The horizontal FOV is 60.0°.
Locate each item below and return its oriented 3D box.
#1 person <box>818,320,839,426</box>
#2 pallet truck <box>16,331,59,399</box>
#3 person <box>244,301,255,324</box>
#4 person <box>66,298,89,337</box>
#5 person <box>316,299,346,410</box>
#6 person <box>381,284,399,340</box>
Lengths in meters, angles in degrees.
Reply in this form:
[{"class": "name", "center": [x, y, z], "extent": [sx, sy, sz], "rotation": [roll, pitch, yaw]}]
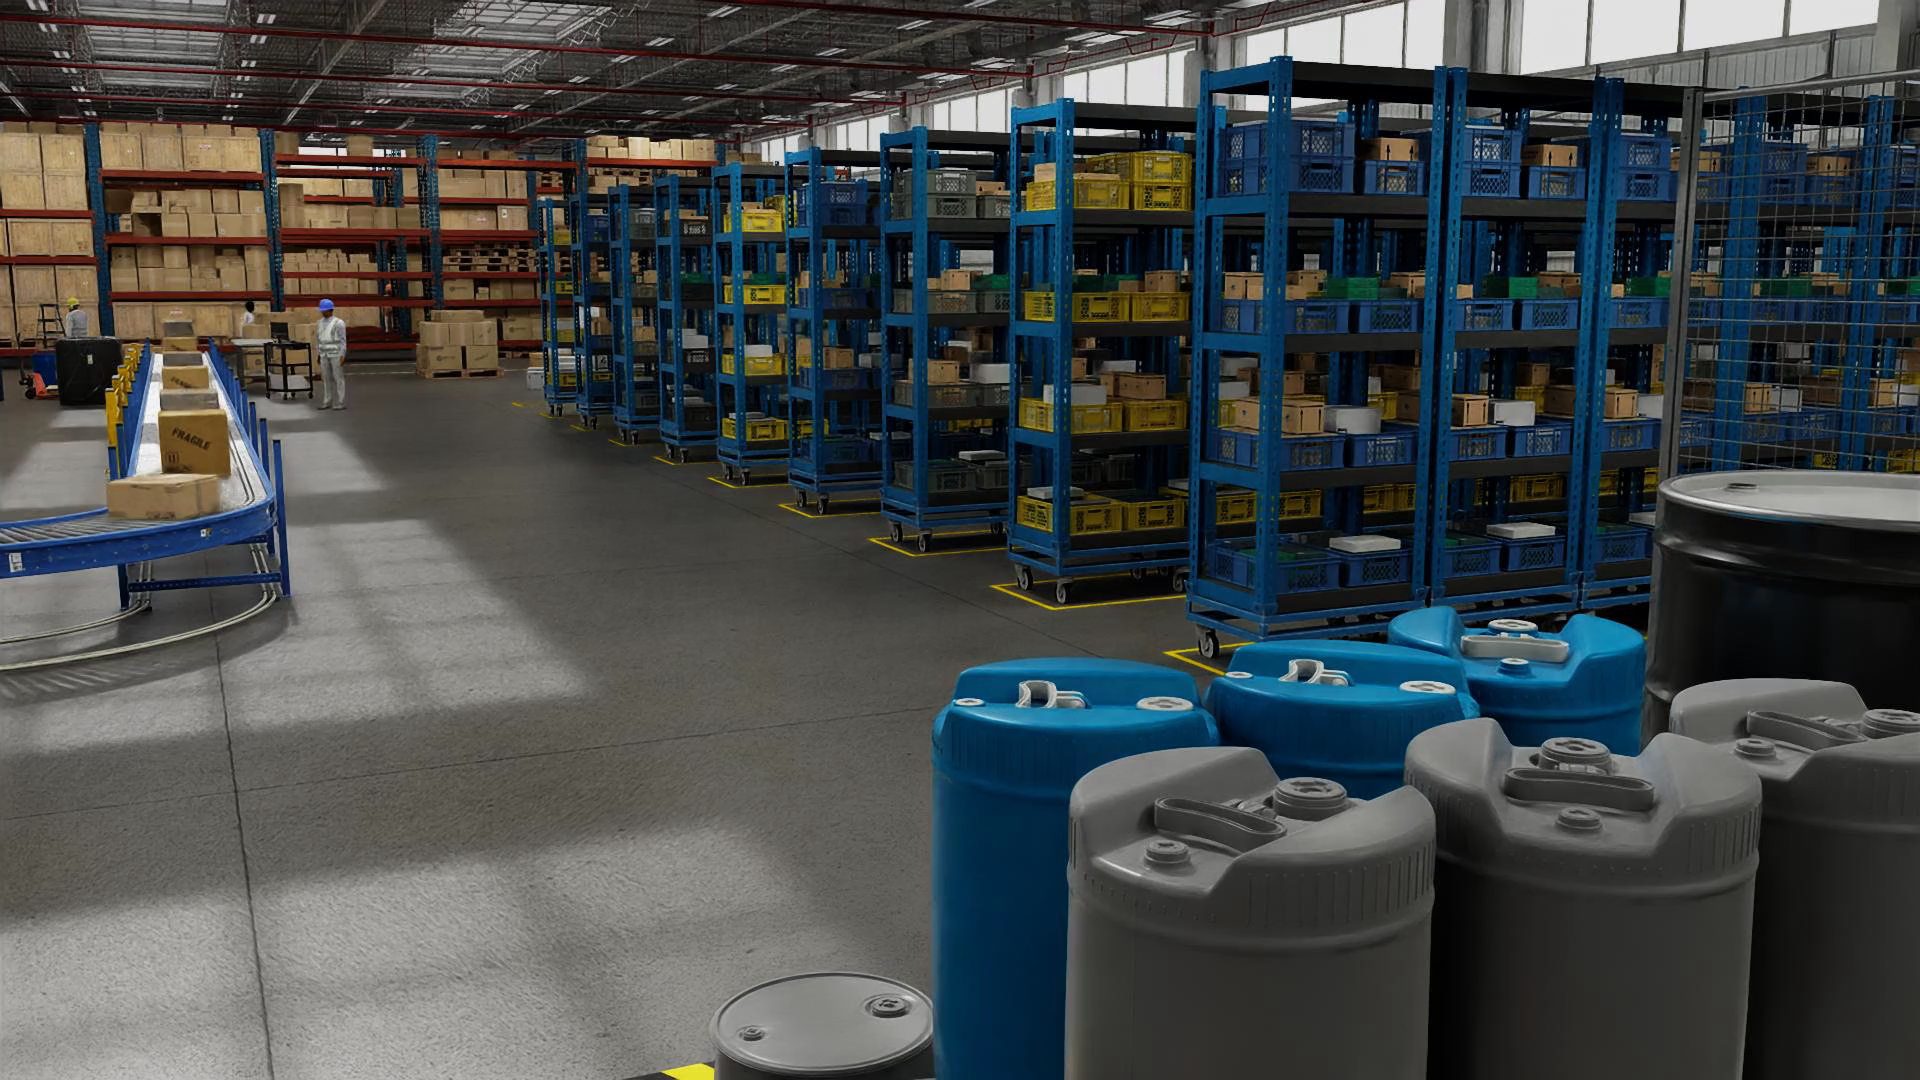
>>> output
[{"class": "person", "center": [-1.894, -2.345, 23.912], "extent": [0.518, 1.814, 0.615], "rotation": [-7, 11, -37]}, {"class": "pallet truck", "center": [-17.082, -3.353, 31.781], "extent": [1.630, 1.274, 0.653], "rotation": [-4, 10, -25]}, {"class": "person", "center": [-17.990, -5.234, 42.243], "extent": [0.370, 1.681, 0.562], "rotation": [-6, 11, -32]}, {"class": "person", "center": [-20.245, -4.637, 38.144], "extent": [0.403, 1.826, 0.592], "rotation": [3, 10, 17]}, {"class": "person", "center": [-10.983, -3.228, 29.026], "extent": [0.602, 1.939, 0.397], "rotation": [3, 10, 20]}, {"class": "person", "center": [-19.009, -7.526, 55.511], "extent": [0.622, 1.996, 0.369], "rotation": [0, 9, 1]}]
